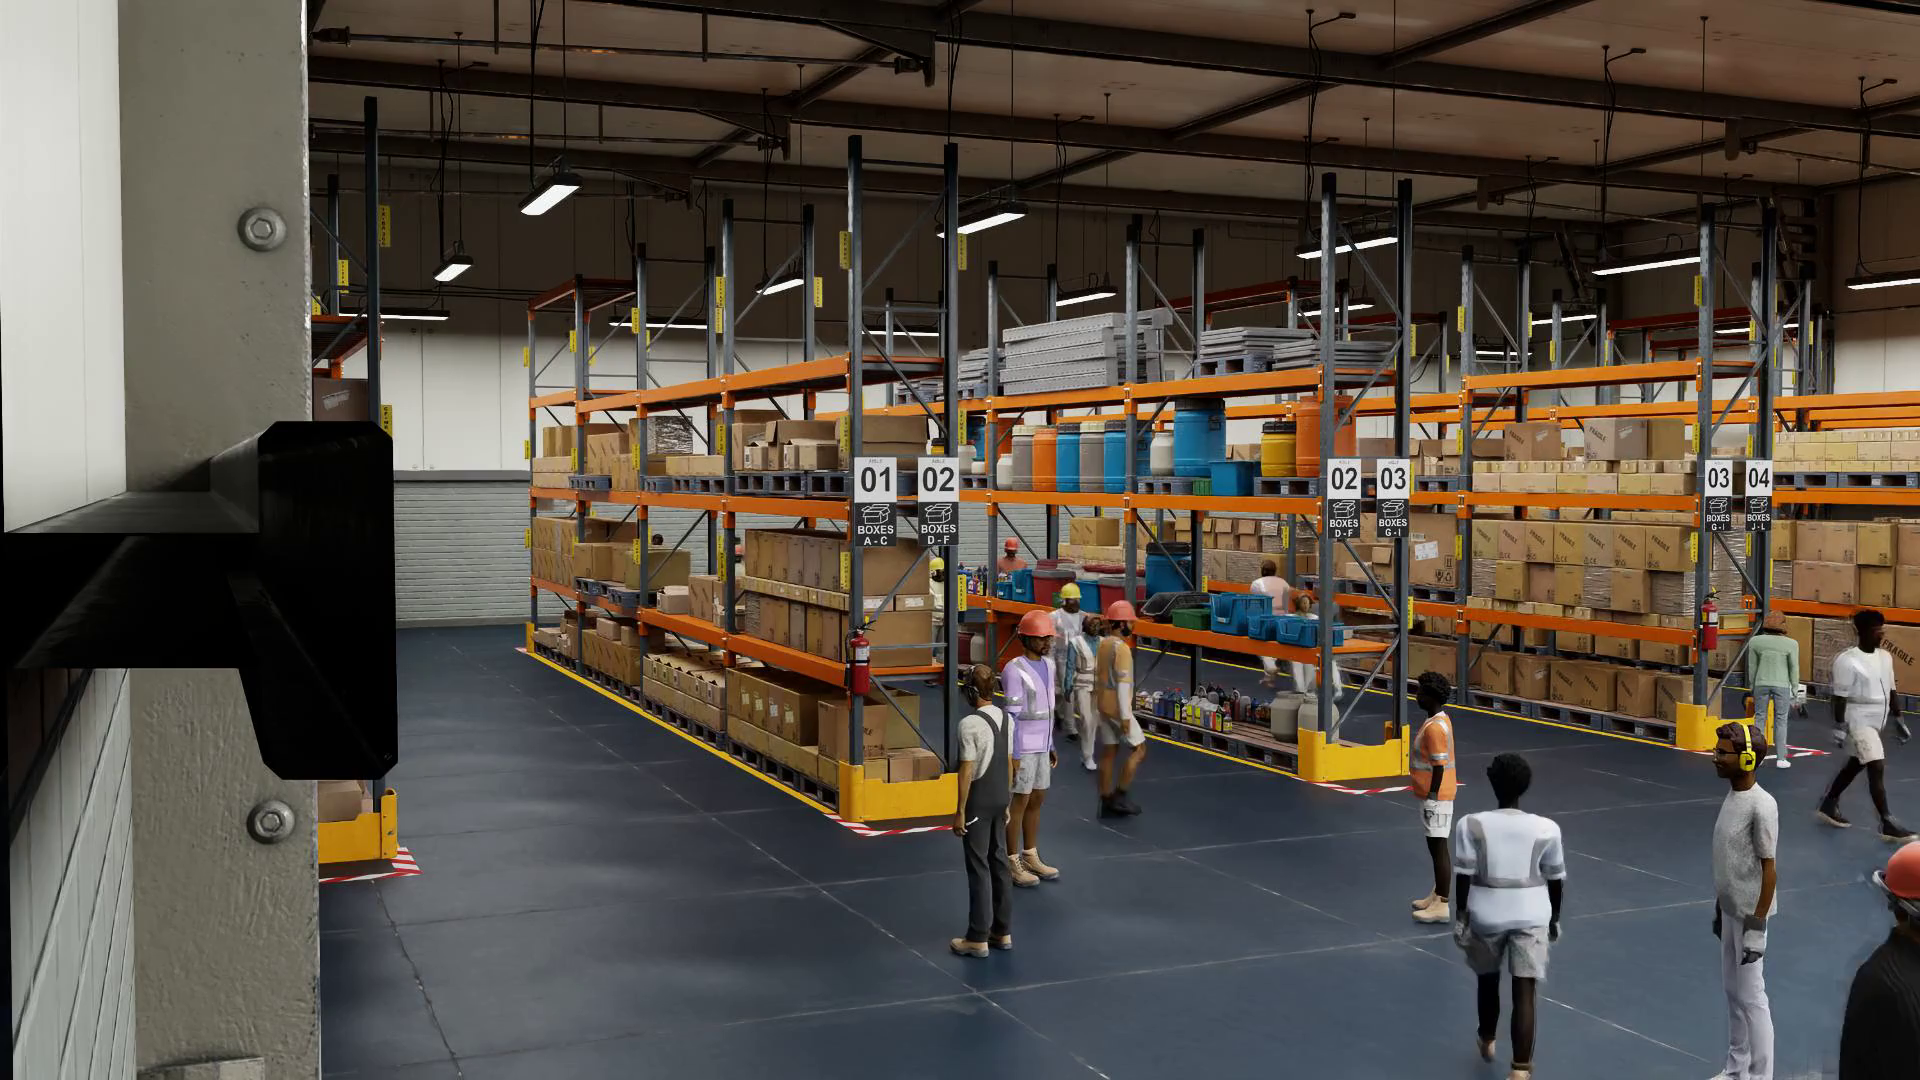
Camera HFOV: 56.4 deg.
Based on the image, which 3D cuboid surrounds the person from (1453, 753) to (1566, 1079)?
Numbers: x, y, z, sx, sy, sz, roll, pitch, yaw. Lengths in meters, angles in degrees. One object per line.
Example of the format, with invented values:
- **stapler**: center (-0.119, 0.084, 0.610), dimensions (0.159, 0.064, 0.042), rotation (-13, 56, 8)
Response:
- **person**: center (2.758, 1.895, 9.012), dimensions (0.546, 1.644, 0.894), rotation (0, 2, 13)

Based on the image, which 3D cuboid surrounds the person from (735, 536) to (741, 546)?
- **person**: center (-4.424, 0.839, 34.436), dimensions (0.879, 1.836, 0.529), rotation (1, 2, 17)

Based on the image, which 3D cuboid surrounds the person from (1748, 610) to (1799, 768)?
- **person**: center (8.445, 1.543, 18.604), dimensions (0.502, 1.629, 0.271), rotation (2, 3, 39)

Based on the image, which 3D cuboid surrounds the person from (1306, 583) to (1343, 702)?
- **person**: center (4.880, 1.355, 23.961), dimensions (0.506, 1.597, 0.850), rotation (-1, 2, -16)

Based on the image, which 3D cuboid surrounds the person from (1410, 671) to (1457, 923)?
- **person**: center (3.248, 1.751, 12.301), dimensions (0.315, 1.695, 0.541), rotation (1, 2, 16)

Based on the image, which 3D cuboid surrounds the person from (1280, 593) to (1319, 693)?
- **person**: center (4.143, 1.444, 21.426), dimensions (0.541, 1.595, 0.822), rotation (0, 2, -13)

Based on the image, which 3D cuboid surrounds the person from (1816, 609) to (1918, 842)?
- **person**: center (7.676, 1.533, 15.201), dimensions (0.626, 1.923, 0.996), rotation (-1, 3, -30)

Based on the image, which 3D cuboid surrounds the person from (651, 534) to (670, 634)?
- **person**: center (-5.555, 0.858, 33.051), dimensions (0.613, 1.928, 0.397), rotation (2, 3, 41)

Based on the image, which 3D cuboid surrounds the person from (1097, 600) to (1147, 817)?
- **person**: center (1.458, 1.499, 15.918), dimensions (0.496, 1.924, 0.569), rotation (-1, 2, -18)

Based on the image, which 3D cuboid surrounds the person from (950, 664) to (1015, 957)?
- **person**: center (0.154, 1.713, 11.479), dimensions (0.328, 1.840, 0.504), rotation (2, 3, 38)

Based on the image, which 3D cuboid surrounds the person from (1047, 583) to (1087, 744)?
- **person**: center (1.218, 1.382, 20.437), dimensions (0.598, 1.814, 0.673), rotation (-1, 3, -33)

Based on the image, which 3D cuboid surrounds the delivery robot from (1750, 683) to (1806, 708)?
- **delivery robot**: center (10.311, 1.894, 22.582), dimensions (0.477, 0.478, 0.707), rotation (-1, 2, -17)

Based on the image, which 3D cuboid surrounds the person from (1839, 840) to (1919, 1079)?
- **person**: center (2.964, 1.886, 5.364), dimensions (0.926, 1.956, 0.618), rotation (2, 3, 38)

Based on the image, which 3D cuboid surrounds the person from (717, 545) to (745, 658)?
- **person**: center (-3.453, 1.045, 27.552), dimensions (0.623, 1.952, 1.005), rotation (-1, 2, -22)

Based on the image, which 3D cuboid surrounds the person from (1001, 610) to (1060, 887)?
- **person**: center (0.561, 1.538, 13.389), dimensions (0.392, 2.041, 0.615), rotation (1, 3, 33)

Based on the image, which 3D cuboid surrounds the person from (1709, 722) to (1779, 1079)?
- **person**: center (3.741, 1.806, 8.609), dimensions (0.328, 1.873, 0.518), rotation (0, 2, 4)

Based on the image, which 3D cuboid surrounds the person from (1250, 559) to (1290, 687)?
- **person**: center (4.384, 1.186, 25.339), dimensions (0.640, 1.826, 0.572), rotation (-1, 2, -19)

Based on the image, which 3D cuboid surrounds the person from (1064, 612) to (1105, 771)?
- **person**: center (1.376, 1.556, 18.364), dimensions (0.536, 1.614, 0.674), rotation (-1, 2, -23)

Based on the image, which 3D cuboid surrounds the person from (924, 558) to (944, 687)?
- **person**: center (-0.320, 1.172, 25.659), dimensions (0.602, 1.830, 0.404), rotation (-2, 3, -40)

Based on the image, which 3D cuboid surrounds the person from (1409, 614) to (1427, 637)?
- **person**: center (7.506, 1.018, 29.183), dimensions (0.551, 1.873, 1.052), rotation (-1, 2, -20)

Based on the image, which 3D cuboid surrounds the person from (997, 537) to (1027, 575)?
- **person**: center (0.844, 0.948, 29.535), dimensions (0.617, 1.983, 0.403), rotation (-1, 2, -22)
